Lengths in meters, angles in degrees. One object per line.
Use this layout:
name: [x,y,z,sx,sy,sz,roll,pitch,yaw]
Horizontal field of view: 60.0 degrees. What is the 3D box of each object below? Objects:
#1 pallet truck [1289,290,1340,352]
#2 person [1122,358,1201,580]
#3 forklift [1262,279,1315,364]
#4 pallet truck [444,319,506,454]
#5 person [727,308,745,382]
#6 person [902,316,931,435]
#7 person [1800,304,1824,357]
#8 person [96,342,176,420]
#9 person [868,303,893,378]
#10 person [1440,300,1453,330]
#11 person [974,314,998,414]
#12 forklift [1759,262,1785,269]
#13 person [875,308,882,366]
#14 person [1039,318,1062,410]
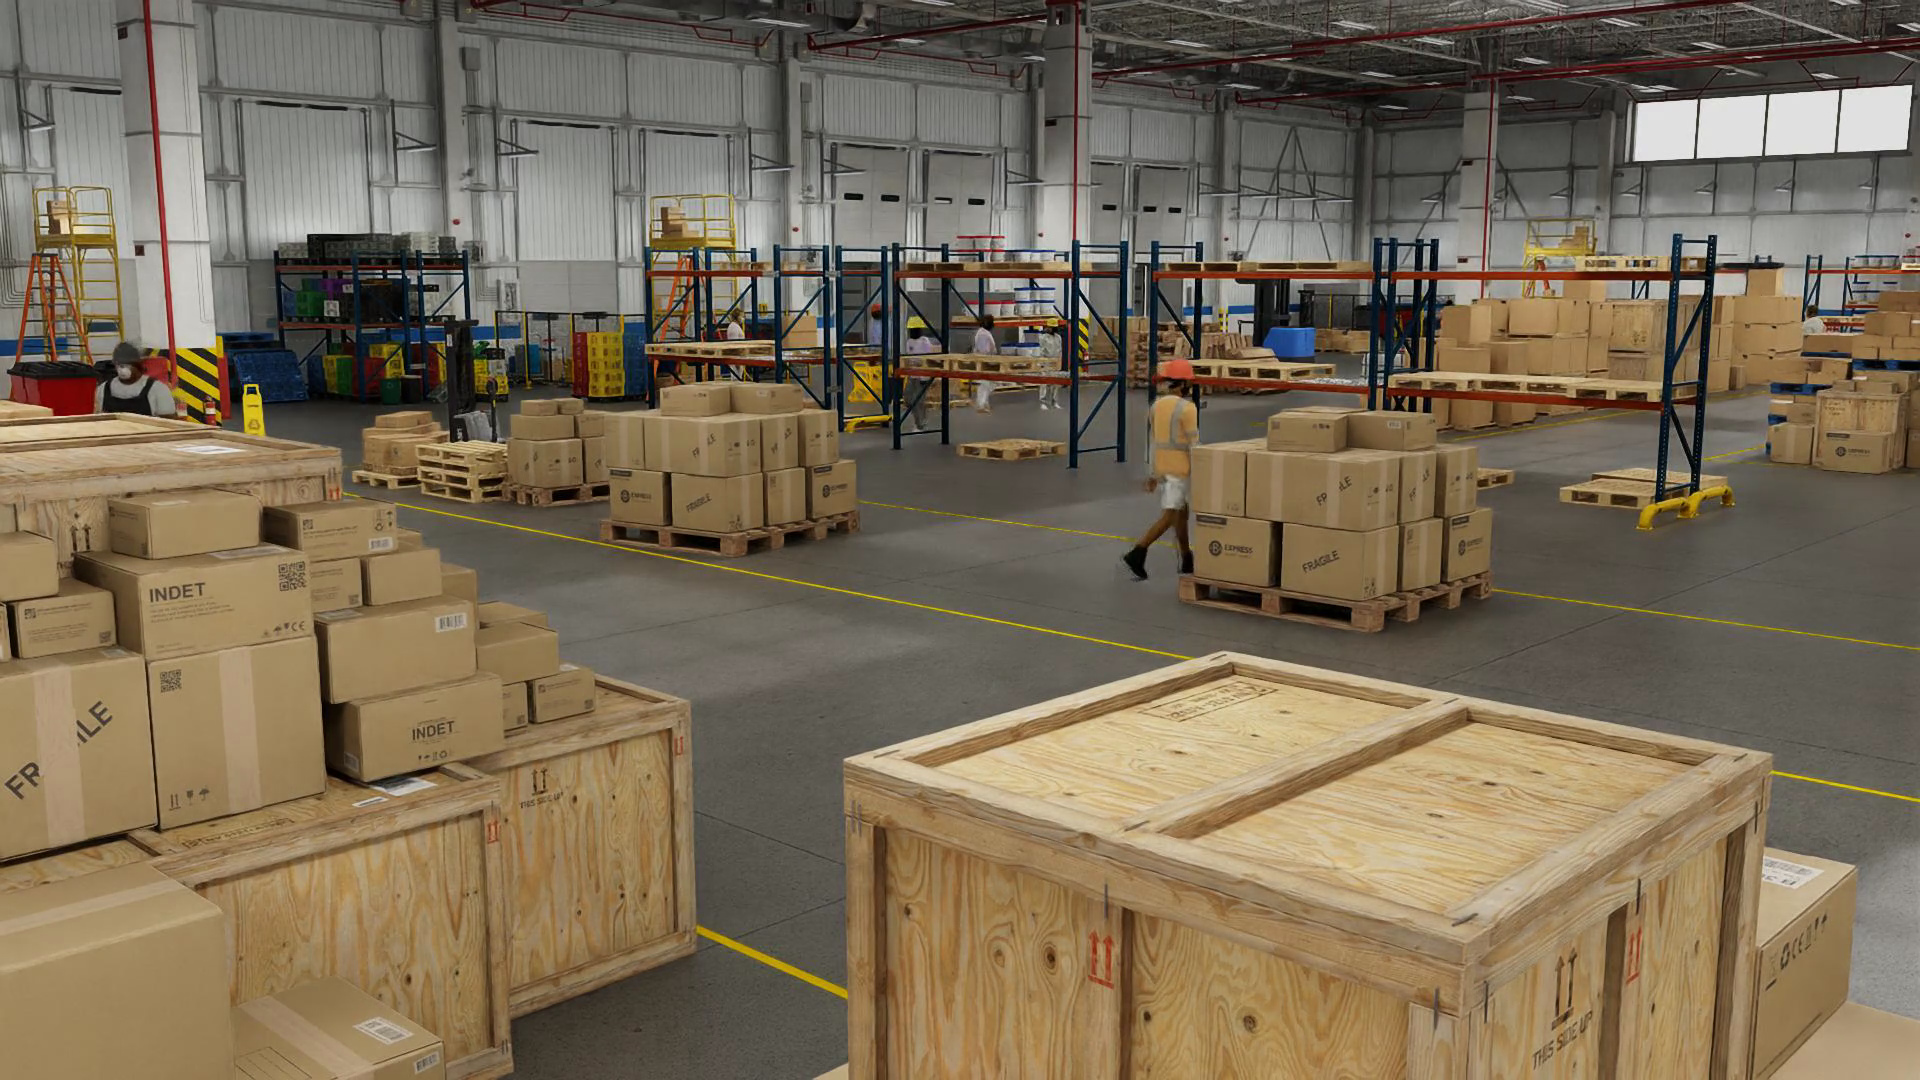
pallet truck: [11.297,-6.951,52.861,1.885,1.965,0.823,-5,11,-29]
person: [1.785,-0.611,14.305,0.918,1.910,0.561,-4,10,-26]
forklift: [8.555,-6.090,44.881,1.873,2.768,1.129,9,13,43]
pallet truck: [-6.981,-1.942,22.150,1.885,1.965,0.823,1,9,9]
person: [-4.138,-3.334,30.865,0.372,1.940,0.630,-1,9,-9]
person: [-0.699,-2.618,26.563,0.408,1.908,0.589,-8,12,-41]
person: [17.409,-3.858,34.078,0.632,1.940,0.368,-8,12,-40]
person: [-7.678,-0.881,15.517,0.693,2.000,1.011,-1,9,-8]
person: [-1.748,-4.243,36.534,0.553,1.913,0.802,7,11,36]
person: [15.644,-6.899,53.554,0.657,1.667,0.557,-7,12,-37]
person: [0.484,-3.224,30.540,0.472,1.823,0.655,0,9,2]
forklift: [21.345,-5.938,43.949,1.873,2.768,1.129,9,13,43]
person: [-2.190,-5.397,44.464,0.317,1.632,0.523,-2,9,-10]
person: [1.735,-3.329,31.466,0.488,1.736,0.321,-5,11,-30]
